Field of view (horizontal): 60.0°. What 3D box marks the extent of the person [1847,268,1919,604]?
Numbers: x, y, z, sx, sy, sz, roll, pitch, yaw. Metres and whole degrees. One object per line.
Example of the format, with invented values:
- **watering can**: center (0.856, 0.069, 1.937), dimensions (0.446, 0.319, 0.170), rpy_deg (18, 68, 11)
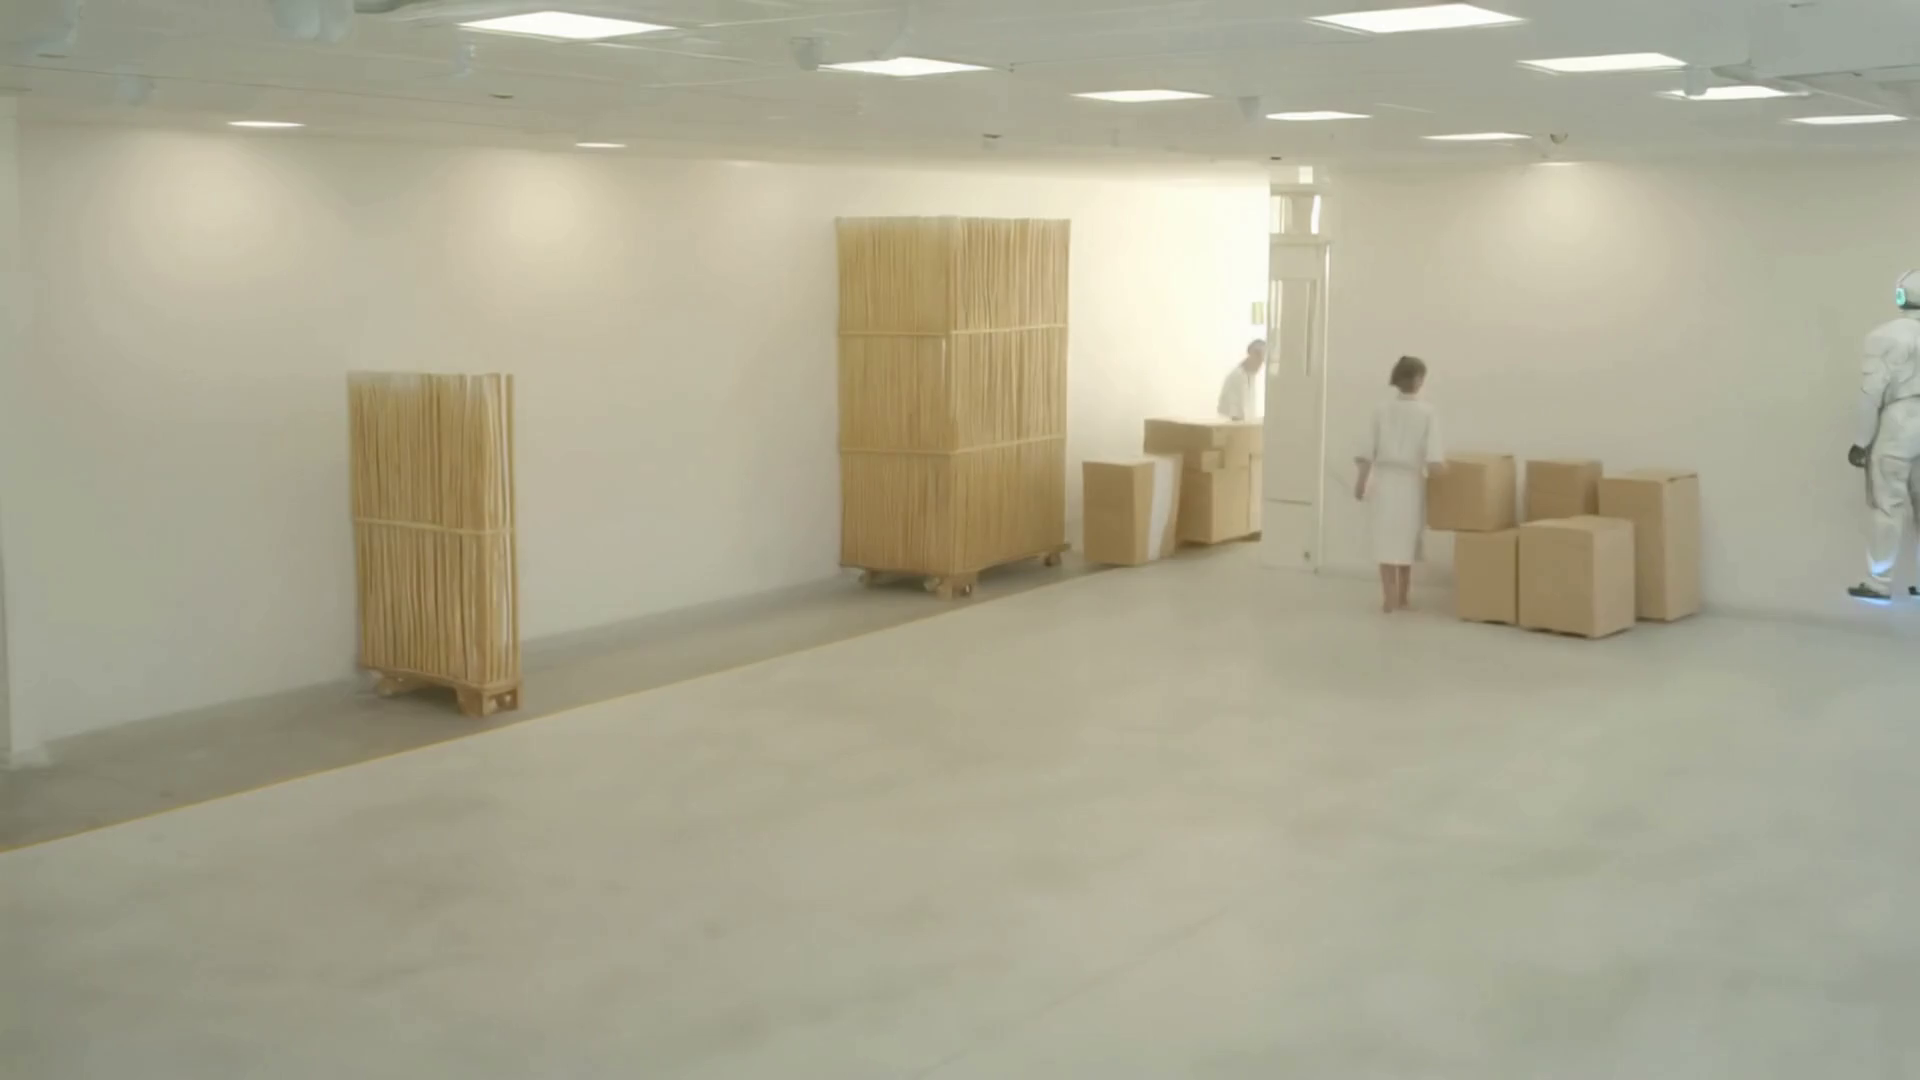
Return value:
- **person**: center (5.387, -0.585, 9.470), dimensions (0.645, 1.905, 0.400), rpy_deg (0, 10, 0)
